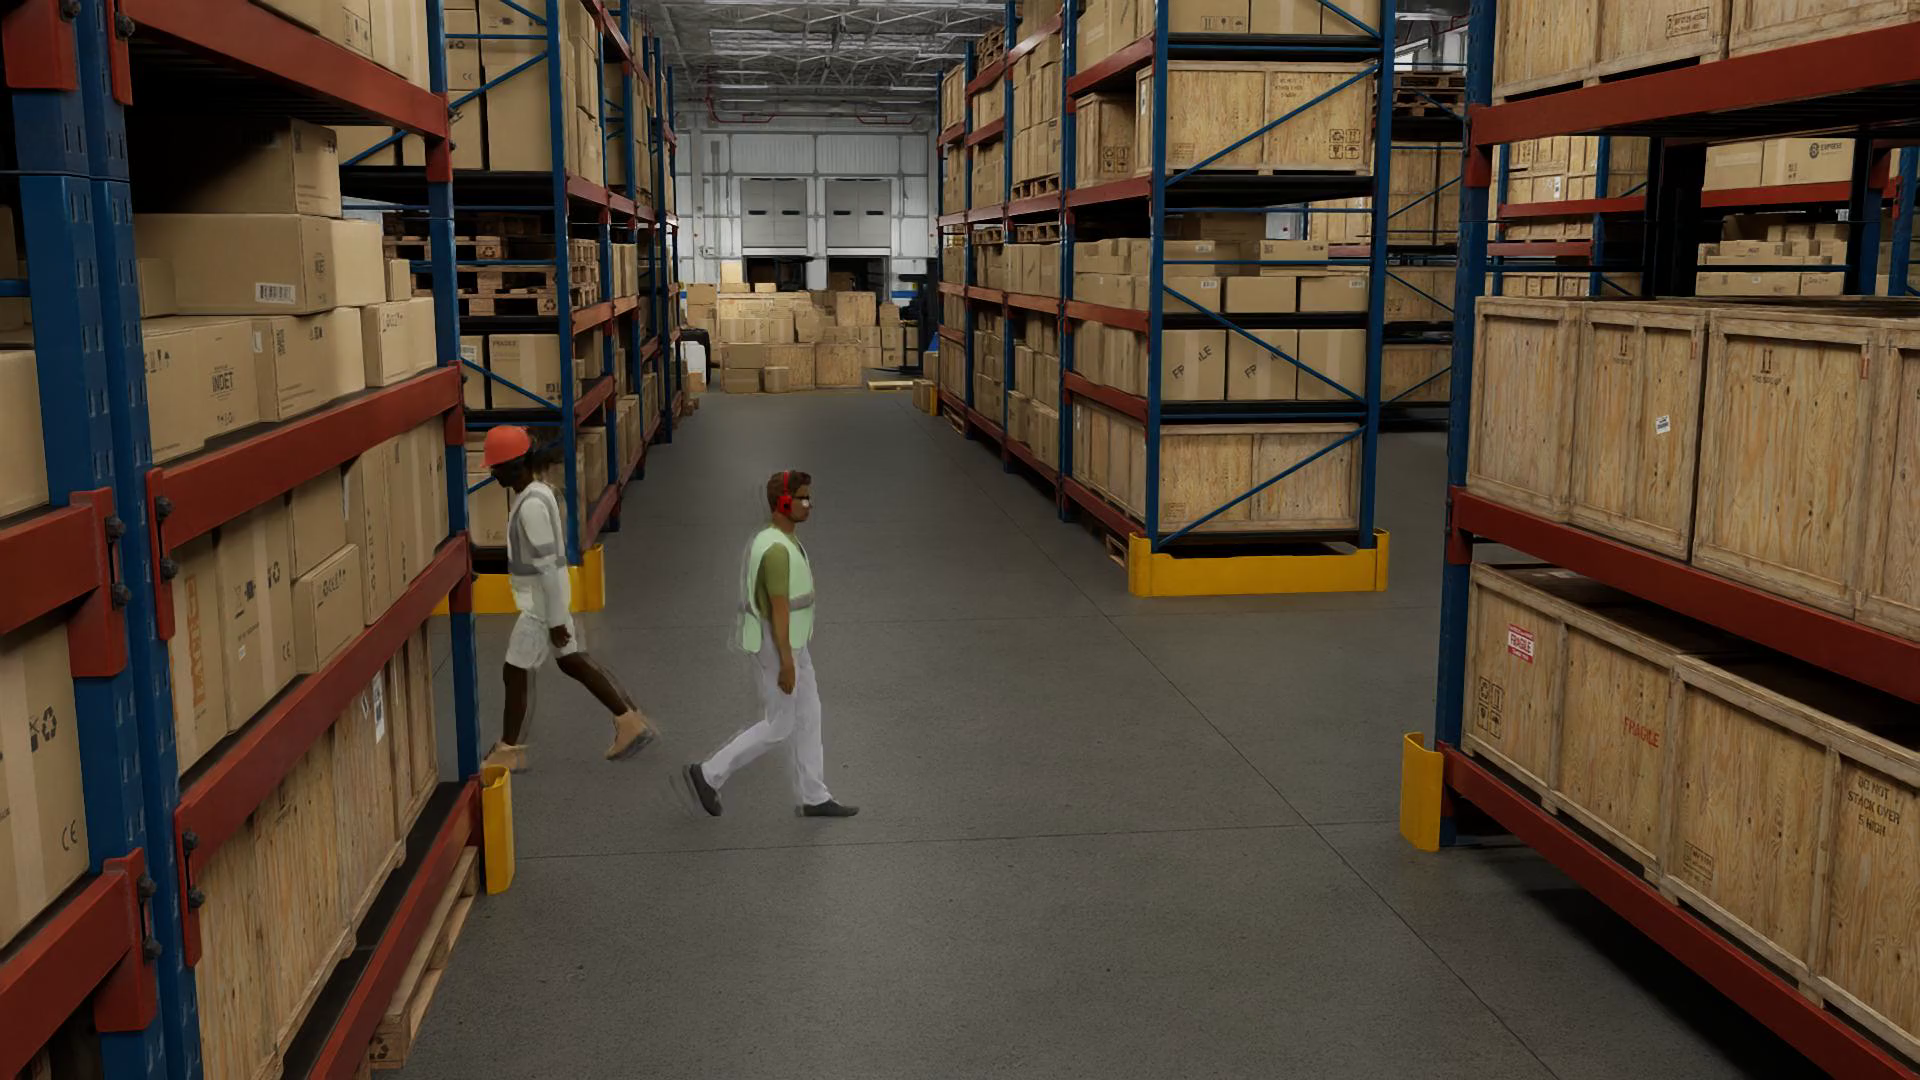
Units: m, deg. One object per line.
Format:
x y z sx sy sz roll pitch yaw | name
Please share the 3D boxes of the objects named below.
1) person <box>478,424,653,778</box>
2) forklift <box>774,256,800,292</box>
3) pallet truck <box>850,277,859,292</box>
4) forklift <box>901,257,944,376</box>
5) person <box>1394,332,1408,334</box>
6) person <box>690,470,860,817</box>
-2.252 0.332 9.257 1.029 1.993 0.643 -2 10 -12 | person
-6.241 -8.864 60.169 1.129 2.768 1.873 -7 12 -35 | forklift
-3.782 -9.391 65.808 1.885 1.965 0.823 2 10 10 | pallet truck
-0.345 -5.250 39.129 1.873 2.768 1.129 9 13 41 | forklift
8.986 -3.838 33.782 0.962 1.903 0.554 2 10 13 | person
-0.947 0.549 8.453 0.783 1.824 0.581 0 10 1 | person
